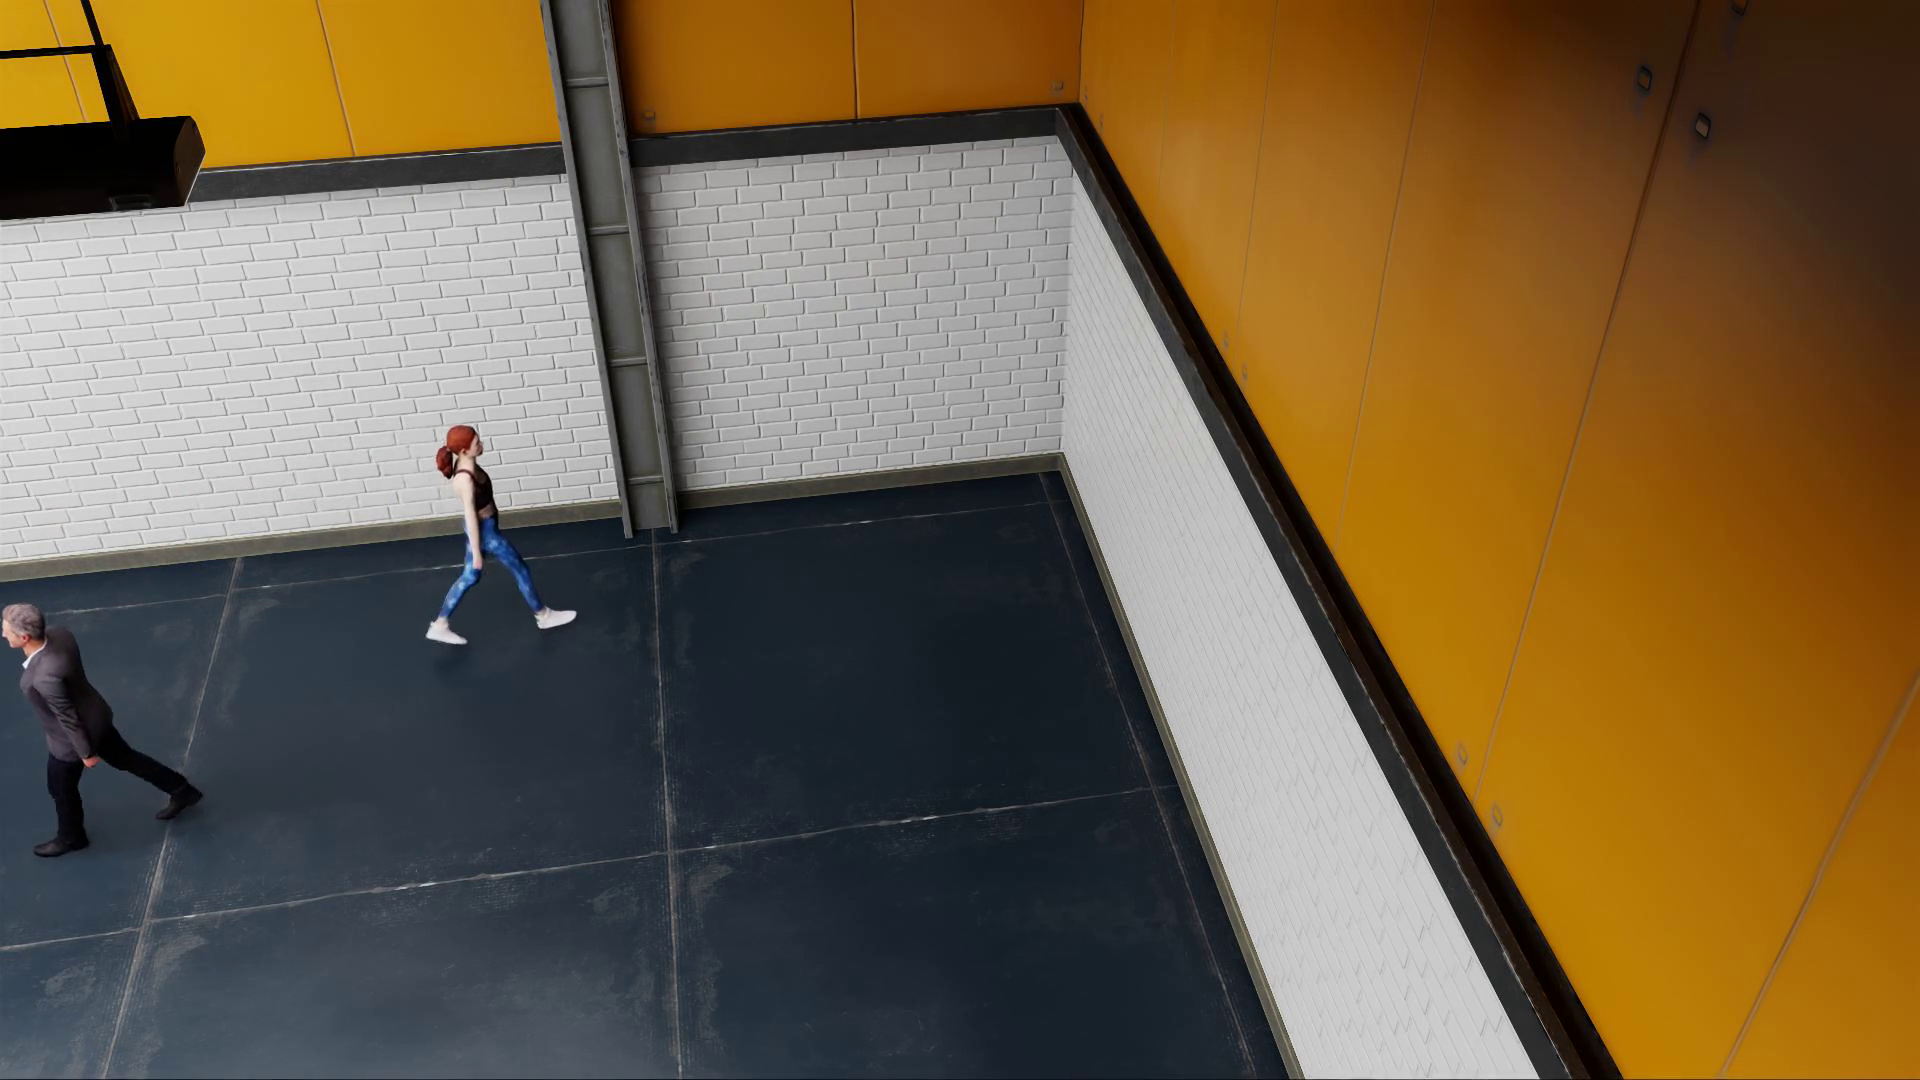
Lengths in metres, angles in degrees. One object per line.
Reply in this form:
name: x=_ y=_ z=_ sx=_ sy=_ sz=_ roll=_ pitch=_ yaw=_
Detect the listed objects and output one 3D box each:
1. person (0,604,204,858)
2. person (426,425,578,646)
person: x=-4.982 y=1.064 z=9.570 sx=1.232 sy=1.797 sz=0.834 roll=-10 pitch=40 yaw=-13
person: x=-3.213 y=0.015 z=10.929 sx=1.260 sy=1.741 sz=0.719 roll=-13 pitch=40 yaw=-15
